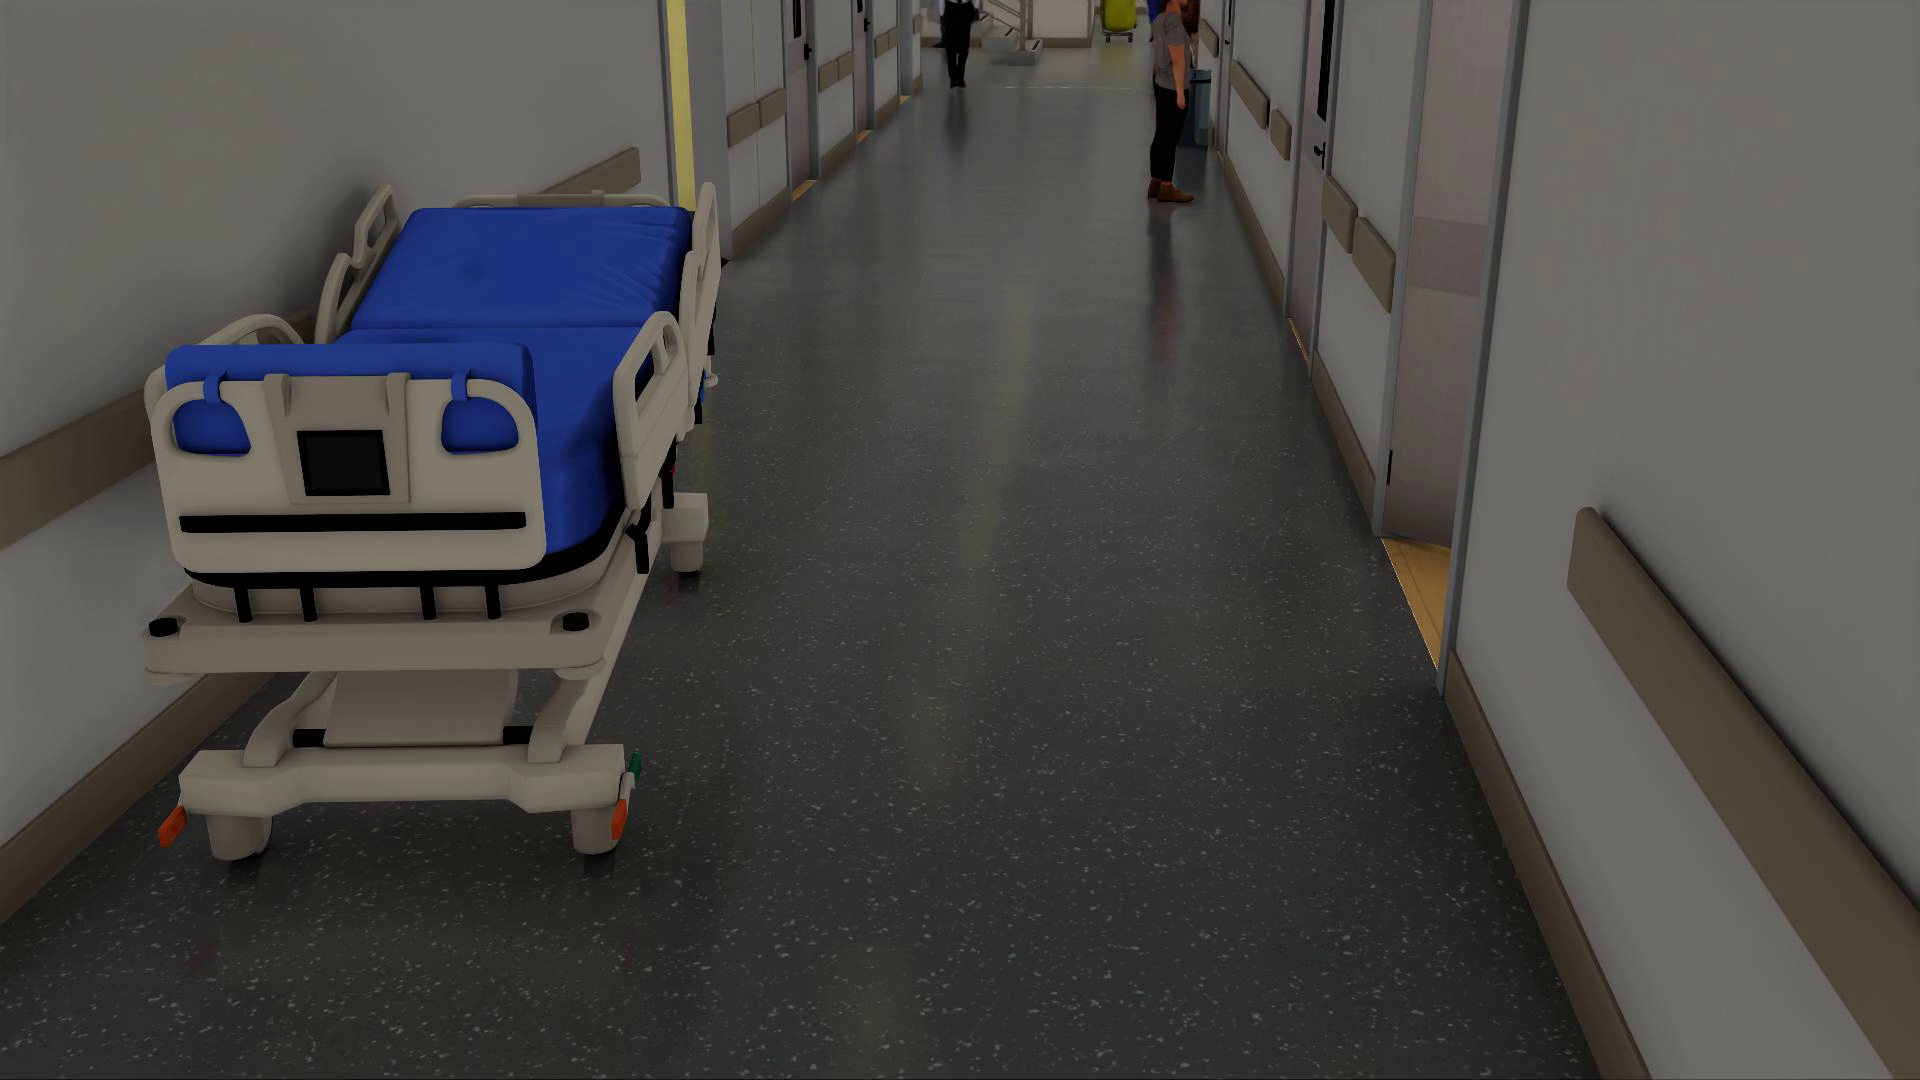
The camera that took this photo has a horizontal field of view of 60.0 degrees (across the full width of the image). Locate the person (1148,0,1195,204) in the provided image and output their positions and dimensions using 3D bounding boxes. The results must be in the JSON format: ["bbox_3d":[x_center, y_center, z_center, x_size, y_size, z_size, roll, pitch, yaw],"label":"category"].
[{"bbox_3d":[1.635,-3.520,12.928,0.613,1.718,0.657,-4,21,-9],"label":"person"}]

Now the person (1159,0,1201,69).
[{"bbox_3d":[2.743,-6.339,20.209,0.837,1.792,0.914,19,28,41],"label":"person"}]

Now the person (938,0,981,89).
[{"bbox_3d":[-0.022,-6.666,21.102,0.906,1.811,0.826,-3,21,-7],"label":"person"}]
